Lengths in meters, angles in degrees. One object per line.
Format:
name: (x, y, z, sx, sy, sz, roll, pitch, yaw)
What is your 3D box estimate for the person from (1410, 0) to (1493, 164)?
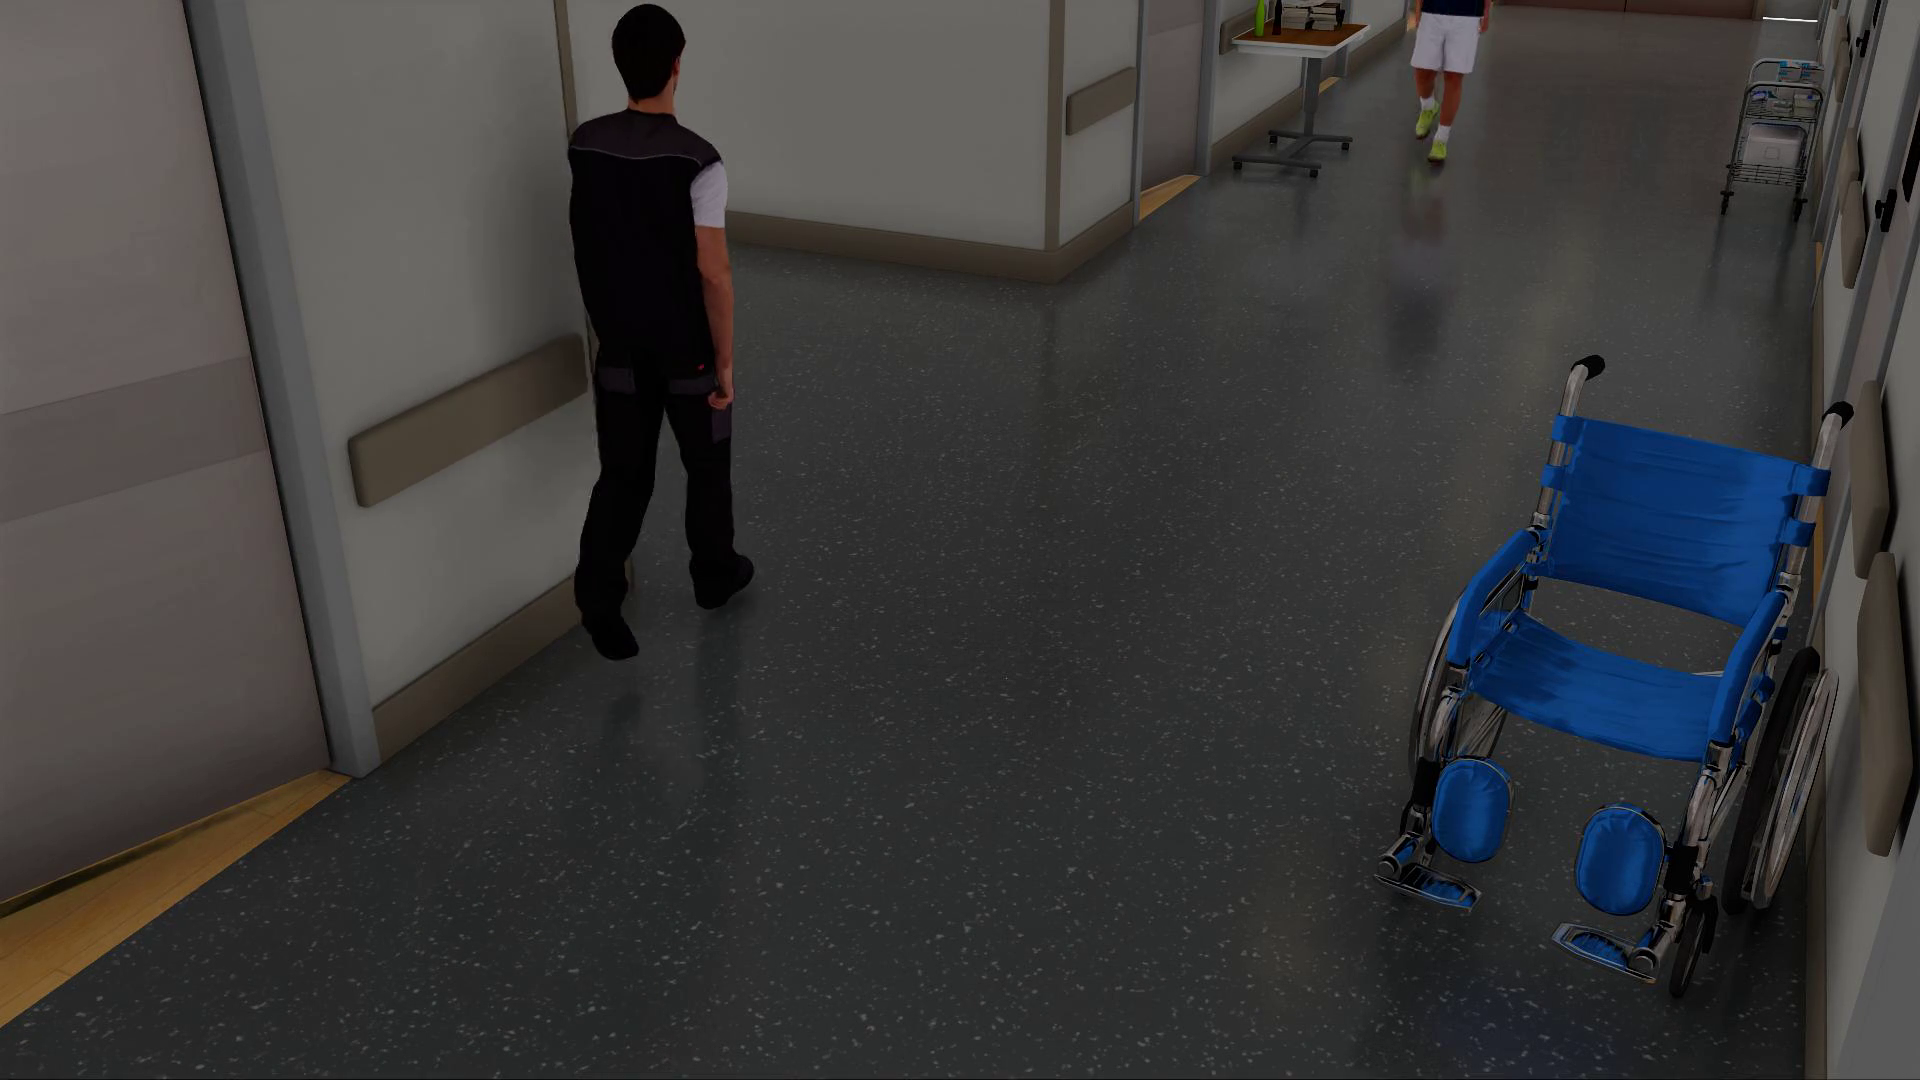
person: (3.120, -3.332, 10.509, 0.662, 1.825, 0.834, 10, 27, 19)

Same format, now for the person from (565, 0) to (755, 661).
person: (-0.894, -0.515, 4.672, 0.780, 1.821, 1.121, 6, 26, 12)
